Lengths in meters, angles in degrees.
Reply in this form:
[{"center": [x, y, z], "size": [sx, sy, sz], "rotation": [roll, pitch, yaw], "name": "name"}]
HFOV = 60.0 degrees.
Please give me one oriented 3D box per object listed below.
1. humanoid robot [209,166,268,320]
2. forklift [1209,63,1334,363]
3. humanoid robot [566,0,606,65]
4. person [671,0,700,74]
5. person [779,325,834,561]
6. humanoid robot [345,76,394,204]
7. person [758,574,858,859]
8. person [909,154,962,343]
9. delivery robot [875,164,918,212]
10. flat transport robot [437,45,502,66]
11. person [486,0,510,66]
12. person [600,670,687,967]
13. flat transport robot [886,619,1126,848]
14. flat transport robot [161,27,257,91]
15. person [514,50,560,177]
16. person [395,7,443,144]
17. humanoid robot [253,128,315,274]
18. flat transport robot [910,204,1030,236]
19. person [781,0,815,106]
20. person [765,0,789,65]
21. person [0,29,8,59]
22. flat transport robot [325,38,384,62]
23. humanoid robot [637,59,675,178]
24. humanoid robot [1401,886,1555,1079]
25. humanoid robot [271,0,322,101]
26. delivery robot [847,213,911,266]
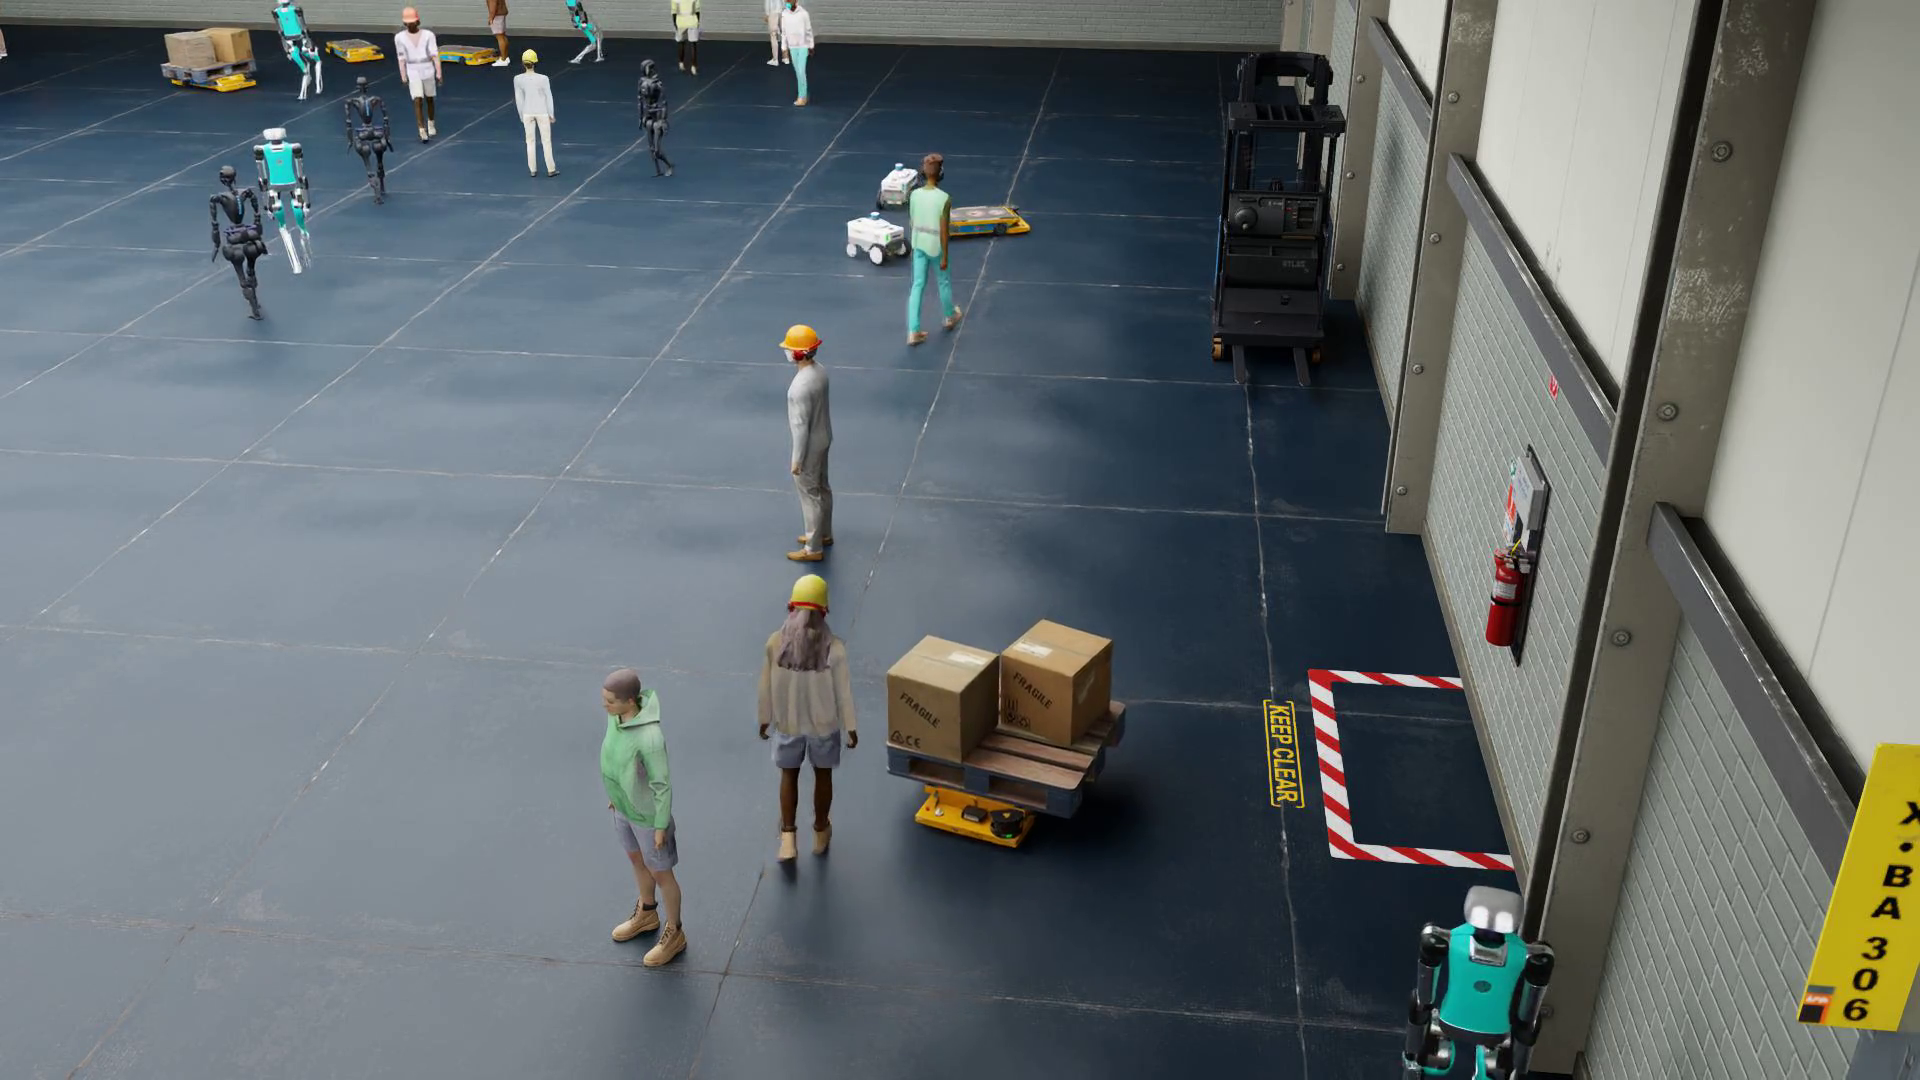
[{"center": [-7.839, -3.232, 18.034], "size": [0.582, 1.642, 0.599], "rotation": [21, 33, 36], "name": "humanoid robot"}, {"center": [3.241, -3.477, 17.183], "size": [1.129, 2.768, 1.873], "rotation": [3, 27, 6], "name": "forklift"}, {"center": [-6.908, -9.679, 30.829], "size": [0.953, 1.733, 0.563], "rotation": [-18, 32, -32], "name": "humanoid robot"}, {"center": [-4.992, -9.398, 30.351], "size": [0.541, 1.657, 0.863], "rotation": [-6, 27, -12], "name": "person"}, {"center": [-1.172, -0.750, 12.835], "size": [0.377, 1.891, 0.566], "rotation": [5, 27, 11], "name": "person"}, {"center": [-7.969, -5.396, 22.369], "size": [0.612, 1.632, 0.696], "rotation": [-16, 31, -29], "name": "humanoid robot"}, {"center": [-0.868, 1.040, 9.444], "size": [0.581, 1.728, 0.596], "rotation": [2, 27, 5], "name": "person"}, {"center": [-0.290, -3.083, 17.451], "size": [0.500, 1.917, 1.045], "rotation": [13, 29, 24], "name": "person"}, {"center": [-0.811, -4.719, 22.230], "size": [0.499, 0.586, 0.773], "rotation": [6, 27, 12], "name": "delivery robot"}, {"center": [-9.450, -9.174, 31.452], "size": [1.431, 0.231, 0.659], "rotation": [12, 29, 23], "name": "flat transport robot"}, {"center": [-8.579, -9.767, 30.865], "size": [0.394, 1.856, 0.773], "rotation": [-1, 27, -2], "name": "person"}, {"center": [-1.654, 1.421, 8.657], "size": [0.319, 1.740, 0.481], "rotation": [-22, 34, -37], "name": "person"}, {"center": [0.312, 1.389, 10.365], "size": [0.659, 0.231, 1.431], "rotation": [11, 29, 21], "name": "flat transport robot"}, {"center": [-13.191, -8.143, 29.394], "size": [1.431, 0.231, 0.659], "rotation": [15, 30, 27], "name": "flat transport robot"}, {"center": [-5.978, -6.005, 23.456], "size": [0.523, 1.768, 0.306], "rotation": [0, 27, 1], "name": "person"}, {"center": [-8.245, -7.111, 25.420], "size": [0.609, 1.986, 1.051], "rotation": [-9, 28, -18], "name": "person"}, {"center": [-7.840, -3.906, 19.422], "size": [0.536, 1.892, 0.707], "rotation": [-8, 28, -16], "name": "humanoid robot"}, {"center": [0.123, -4.057, 21.238], "size": [1.431, 0.231, 0.659], "rotation": [-6, 27, -12], "name": "flat transport robot"}, {"center": [-2.710, -8.185, 27.687], "size": [0.509, 1.870, 0.838], "rotation": [9, 28, 17], "name": "person"}, {"center": [-3.392, -9.787, 30.882], "size": [0.495, 1.878, 0.402], "rotation": [-17, 31, -30], "name": "person"}, {"center": [-18.426, -10.053, 31.394], "size": [0.404, 1.899, 0.634], "rotation": [-2, 27, -3], "name": "person"}, {"center": [-11.619, -9.384, 31.873], "size": [0.659, 0.231, 1.431], "rotation": [-18, 32, -32], "name": "flat transport robot"}, {"center": [-4.307, -5.933, 23.409], "size": [0.609, 1.642, 0.348], "rotation": [19, 32, 33], "name": "humanoid robot"}, {"center": [2.219, 2.133, 7.289], "size": [0.530, 1.806, 0.795], "rotation": [7, 28, 14], "name": "humanoid robot"}, {"center": [-11.144, -8.322, 28.122], "size": [0.583, 1.756, 0.966], "rotation": [2, 27, 4], "name": "humanoid robot"}, {"center": [-1.016, -3.670, 20.114], "size": [0.742, 0.566, 0.499], "rotation": [21, 34, 36], "name": "delivery robot"}]
